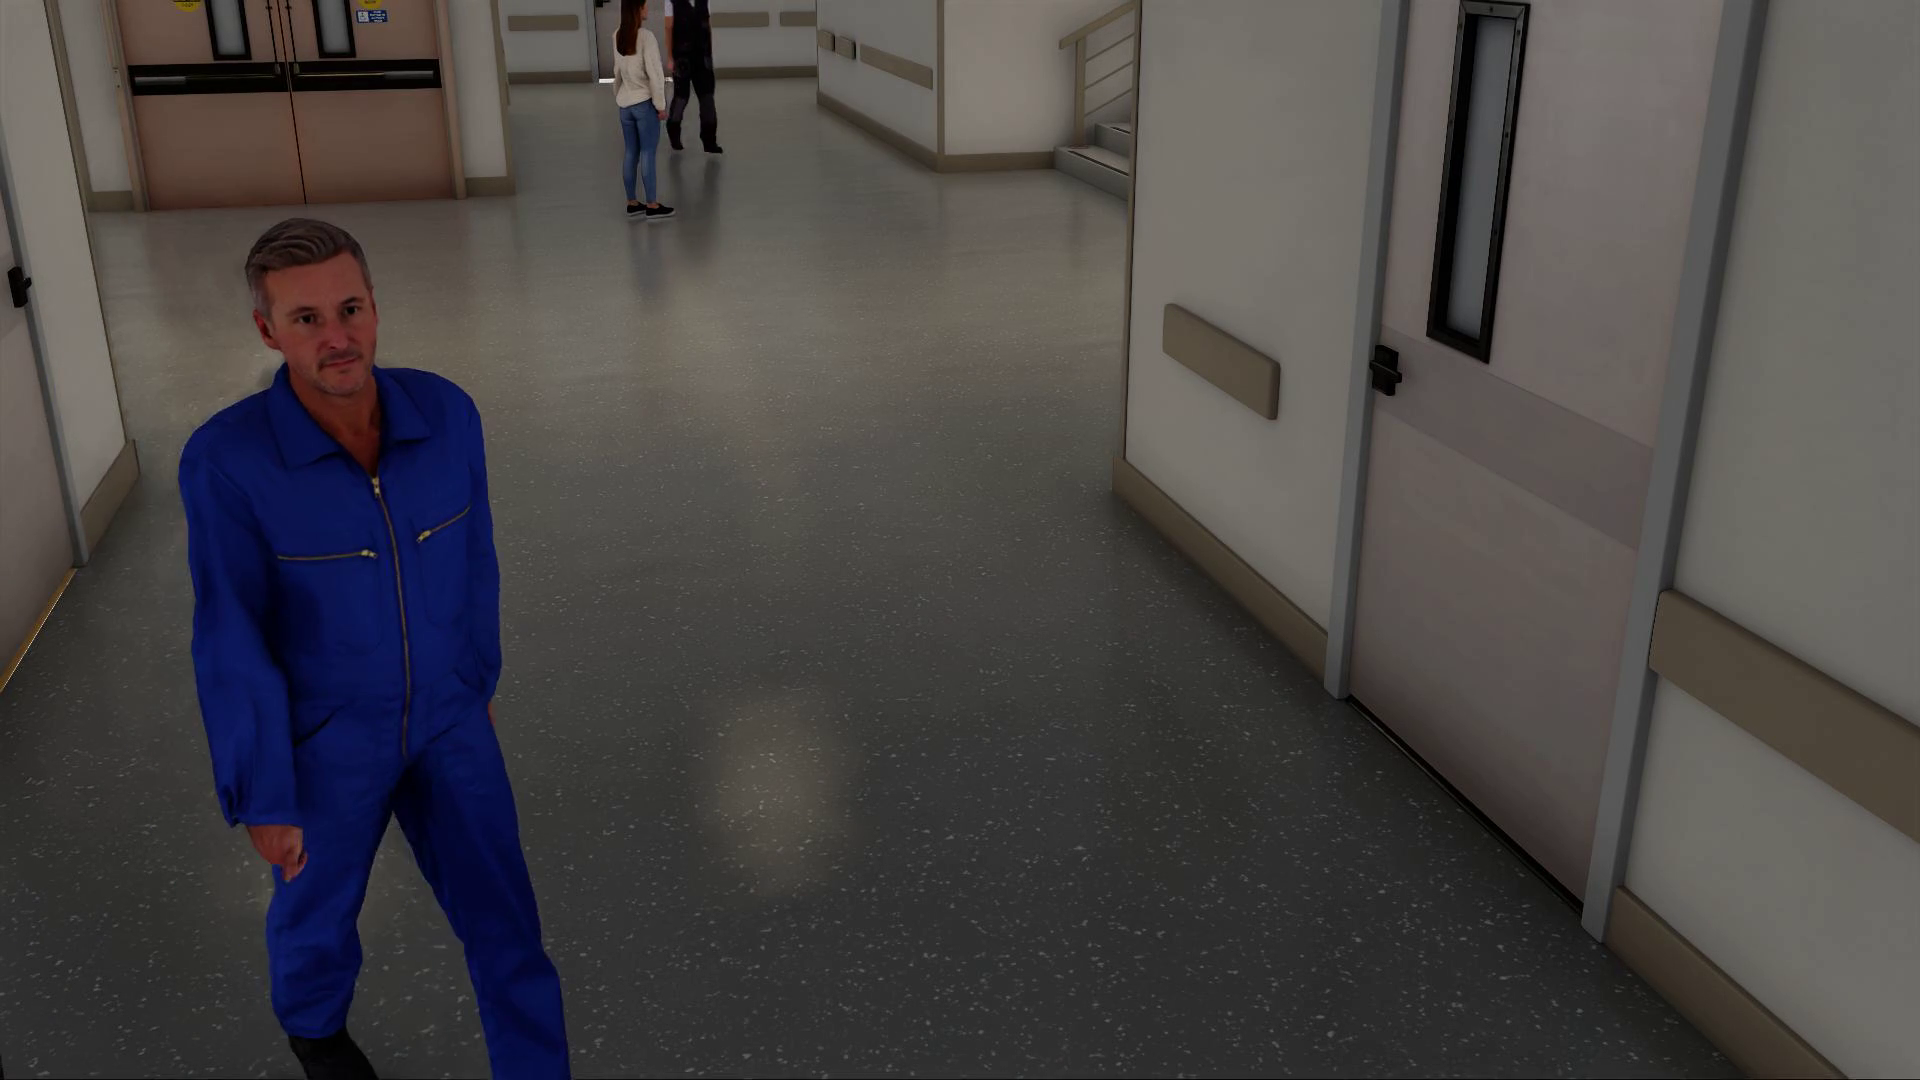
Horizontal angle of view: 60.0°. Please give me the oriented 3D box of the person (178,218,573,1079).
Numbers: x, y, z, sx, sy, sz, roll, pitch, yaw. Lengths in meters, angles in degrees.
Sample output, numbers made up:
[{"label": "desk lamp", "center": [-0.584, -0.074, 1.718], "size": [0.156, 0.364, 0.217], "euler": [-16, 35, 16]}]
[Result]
[{"label": "person", "center": [-1.091, 0.348, 2.961], "size": [1.276, 1.770, 1.169], "euler": [-18, 27, -40]}]

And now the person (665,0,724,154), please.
[{"label": "person", "center": [-2.675, -4.732, 16.281], "size": [1.060, 1.834, 0.914], "euler": [-12, 24, -28]}]

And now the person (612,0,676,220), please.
[{"label": "person", "center": [-2.478, -3.360, 12.862], "size": [0.711, 1.691, 0.744], "euler": [15, 26, 35]}]
